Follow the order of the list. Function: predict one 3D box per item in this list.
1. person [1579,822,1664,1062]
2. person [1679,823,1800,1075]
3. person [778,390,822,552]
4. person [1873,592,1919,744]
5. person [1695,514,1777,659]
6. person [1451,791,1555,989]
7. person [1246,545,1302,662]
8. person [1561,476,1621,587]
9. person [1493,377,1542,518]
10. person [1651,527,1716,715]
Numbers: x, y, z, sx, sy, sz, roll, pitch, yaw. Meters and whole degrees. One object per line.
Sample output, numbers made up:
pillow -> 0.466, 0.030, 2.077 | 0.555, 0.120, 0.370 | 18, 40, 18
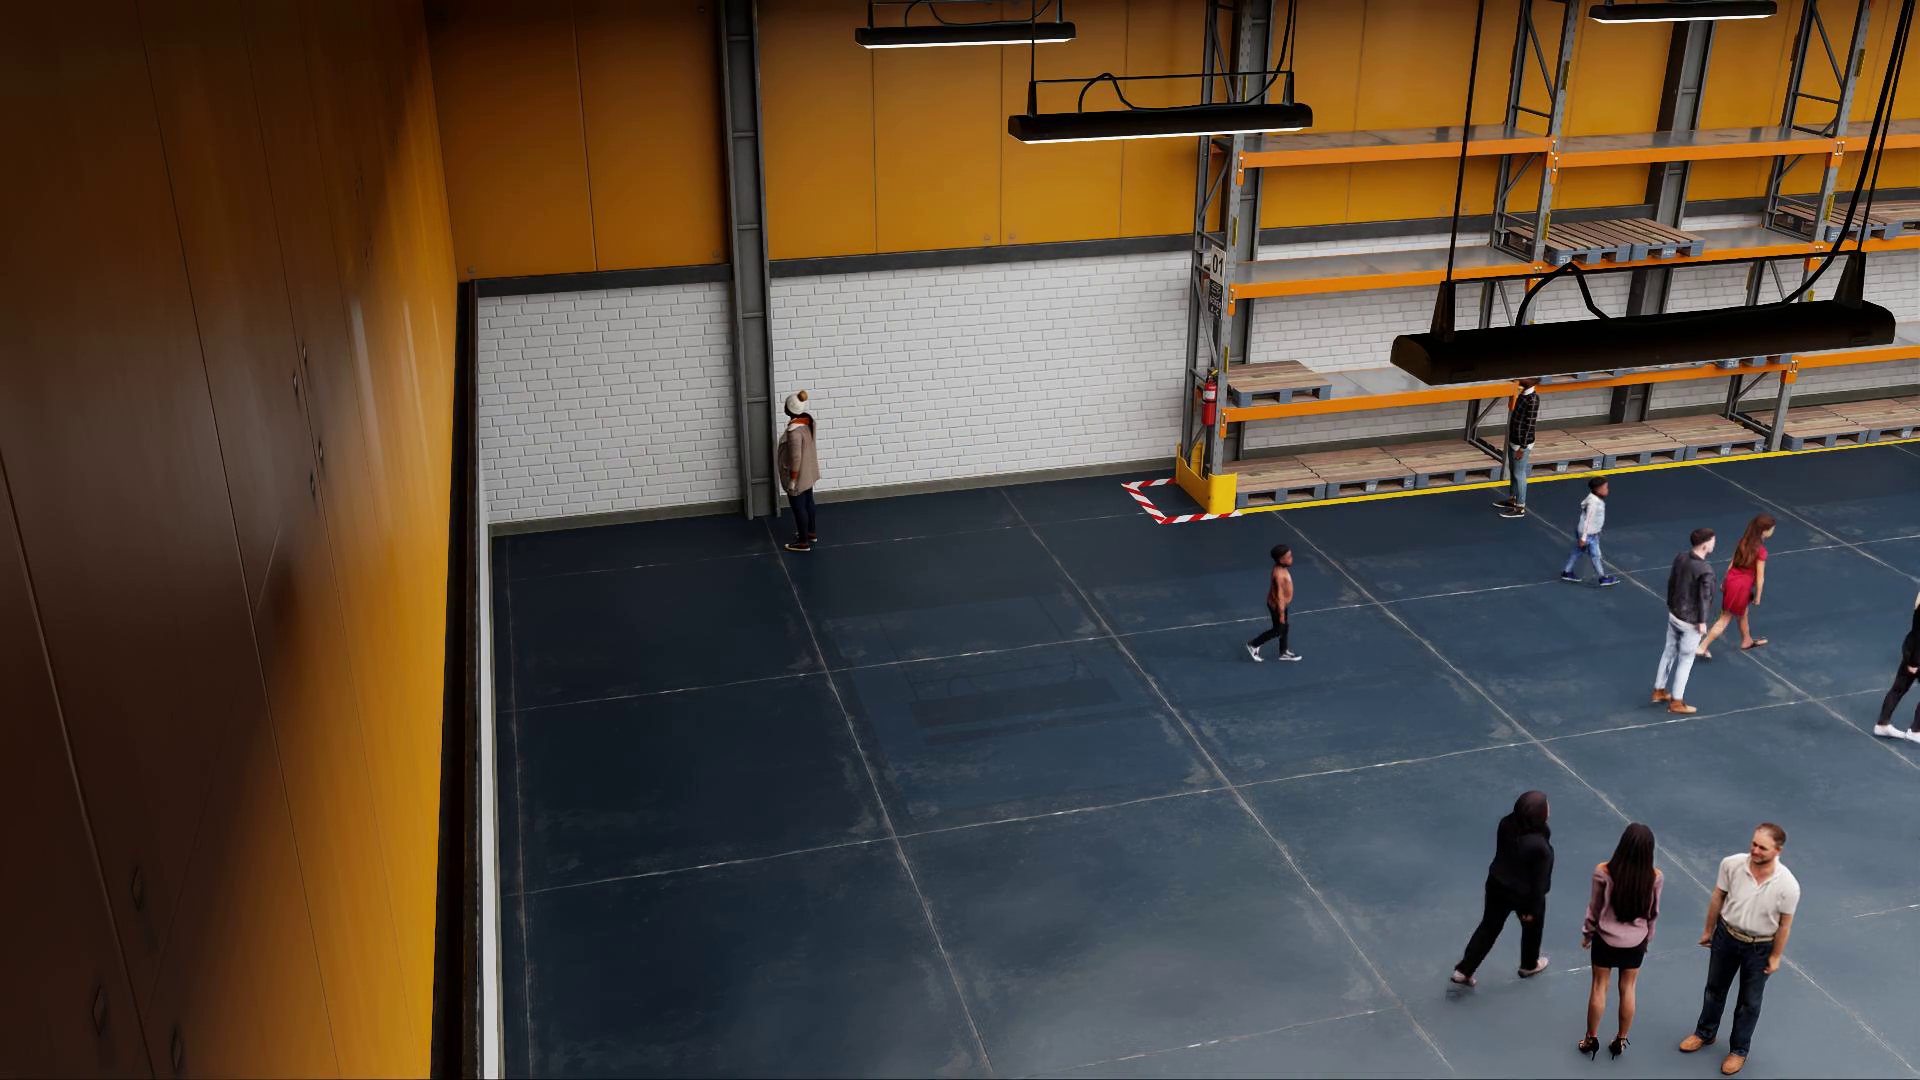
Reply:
person -> 4.358, 2.665, 10.999 | 0.609, 1.811, 0.744 | 4, 24, 9
person -> 5.196, 2.648, 10.983 | 0.733, 1.856, 0.749 | -19, 30, -37
person -> -1.805, -0.809, 18.848 | 0.834, 1.891, 0.814 | 6, 24, 14
person -> 8.481, 1.032, 14.910 | 0.914, 1.671, 0.851 | 10, 26, 22
person -> 7.607, 0.481, 16.365 | 1.096, 1.516, 0.616 | -6, 24, -14
person -> 3.836, 2.492, 11.677 | 1.164, 1.586, 0.863 | -15, 28, -31
person -> 3.089, 0.638, 16.345 | 0.864, 1.244, 0.747 | 6, 24, 14
person -> 6.759, -0.101, 18.048 | 0.893, 1.233, 0.773 | 9, 25, 19
person -> 6.682, -1.174, 19.769 | 0.677, 1.821, 0.725 | 2, 24, 4
person -> 6.722, 0.728, 15.401 | 0.512, 1.836, 0.648 | -6, 24, -14
